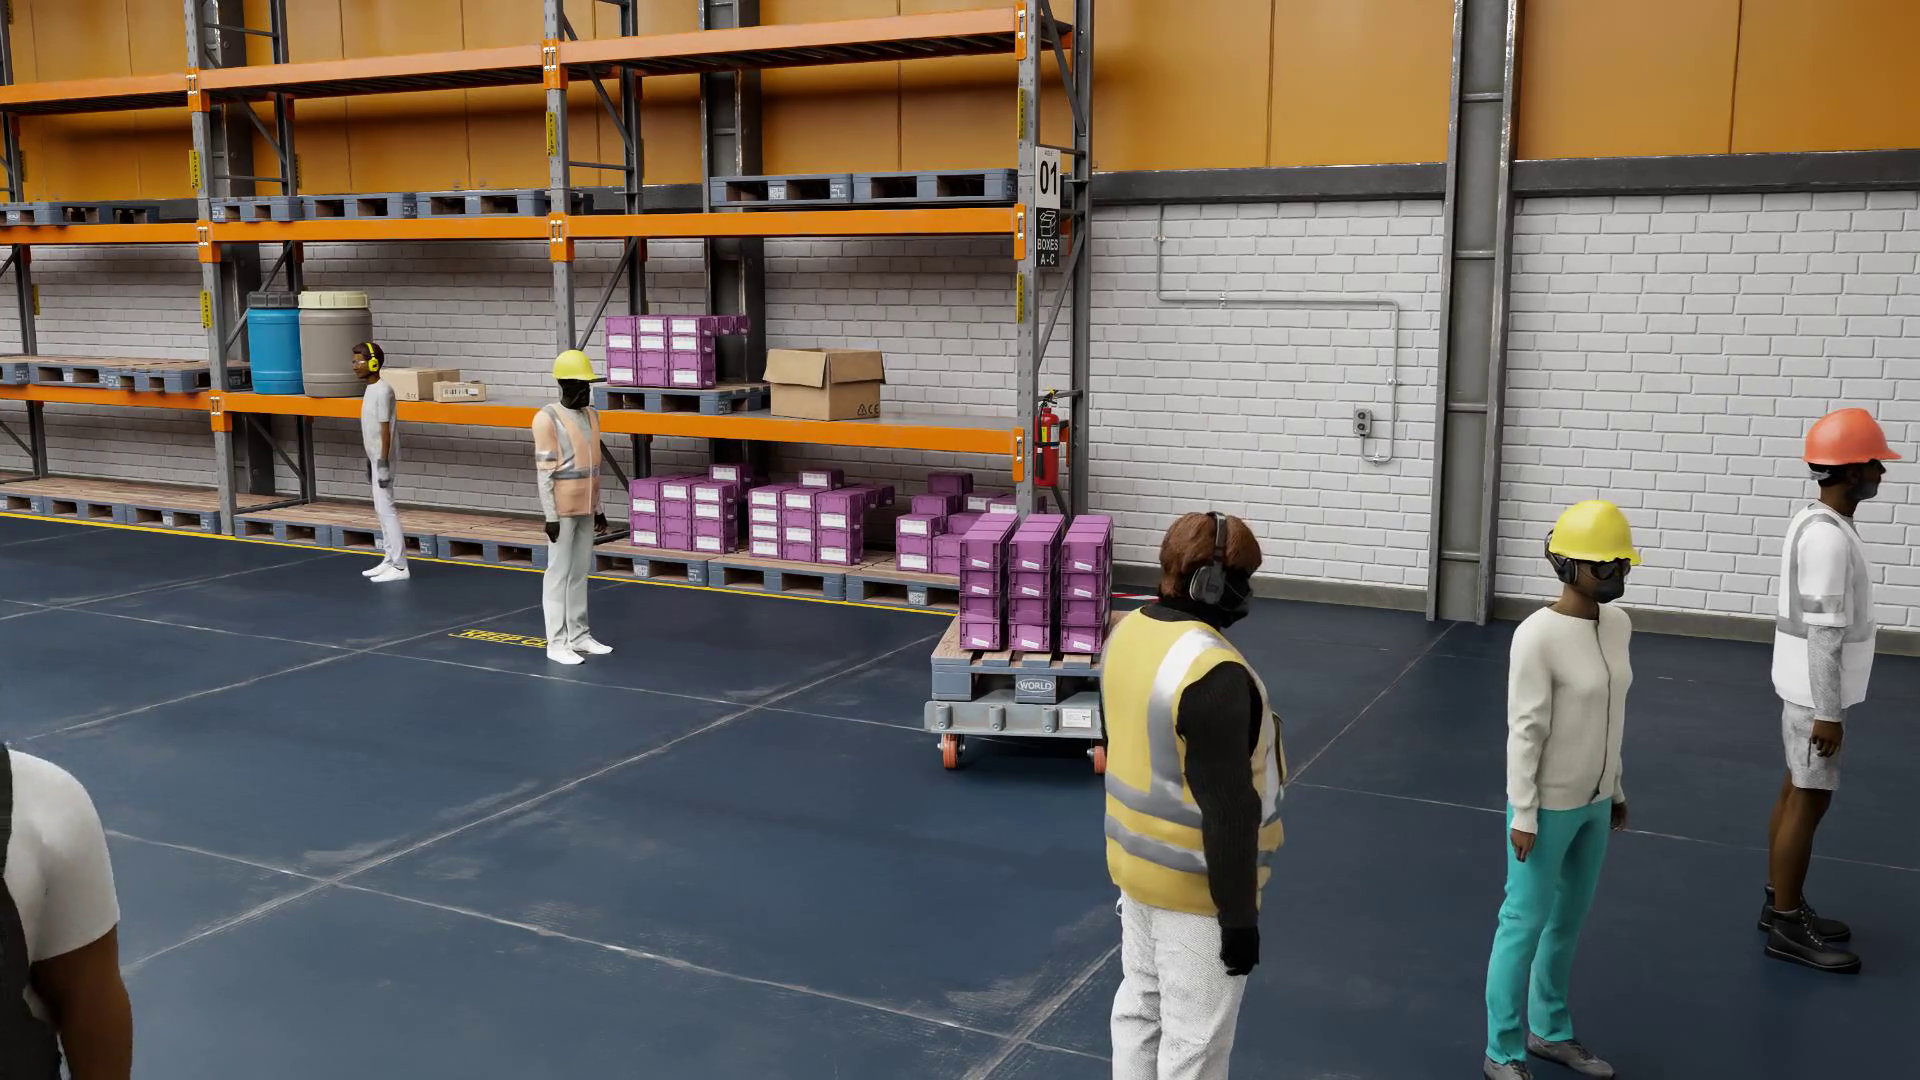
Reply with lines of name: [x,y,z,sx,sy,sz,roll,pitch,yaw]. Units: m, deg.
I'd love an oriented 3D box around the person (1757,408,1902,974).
person: [3.017,0.511,5.795,0.341,1.942,0.552,4,10,23]

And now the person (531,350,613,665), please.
person: [-2.380,-0.208,10.279,0.382,1.928,0.587,4,10,23]

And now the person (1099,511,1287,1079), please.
person: [0.576,0.841,4.101,0.430,1.837,0.619,-3,10,-18]

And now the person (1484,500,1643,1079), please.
person: [1.779,0.757,4.827,0.533,1.767,0.327,-7,12,-37]

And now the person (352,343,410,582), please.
person: [-4.523,-0.605,12.956,0.318,1.860,0.509,-5,11,-30]
